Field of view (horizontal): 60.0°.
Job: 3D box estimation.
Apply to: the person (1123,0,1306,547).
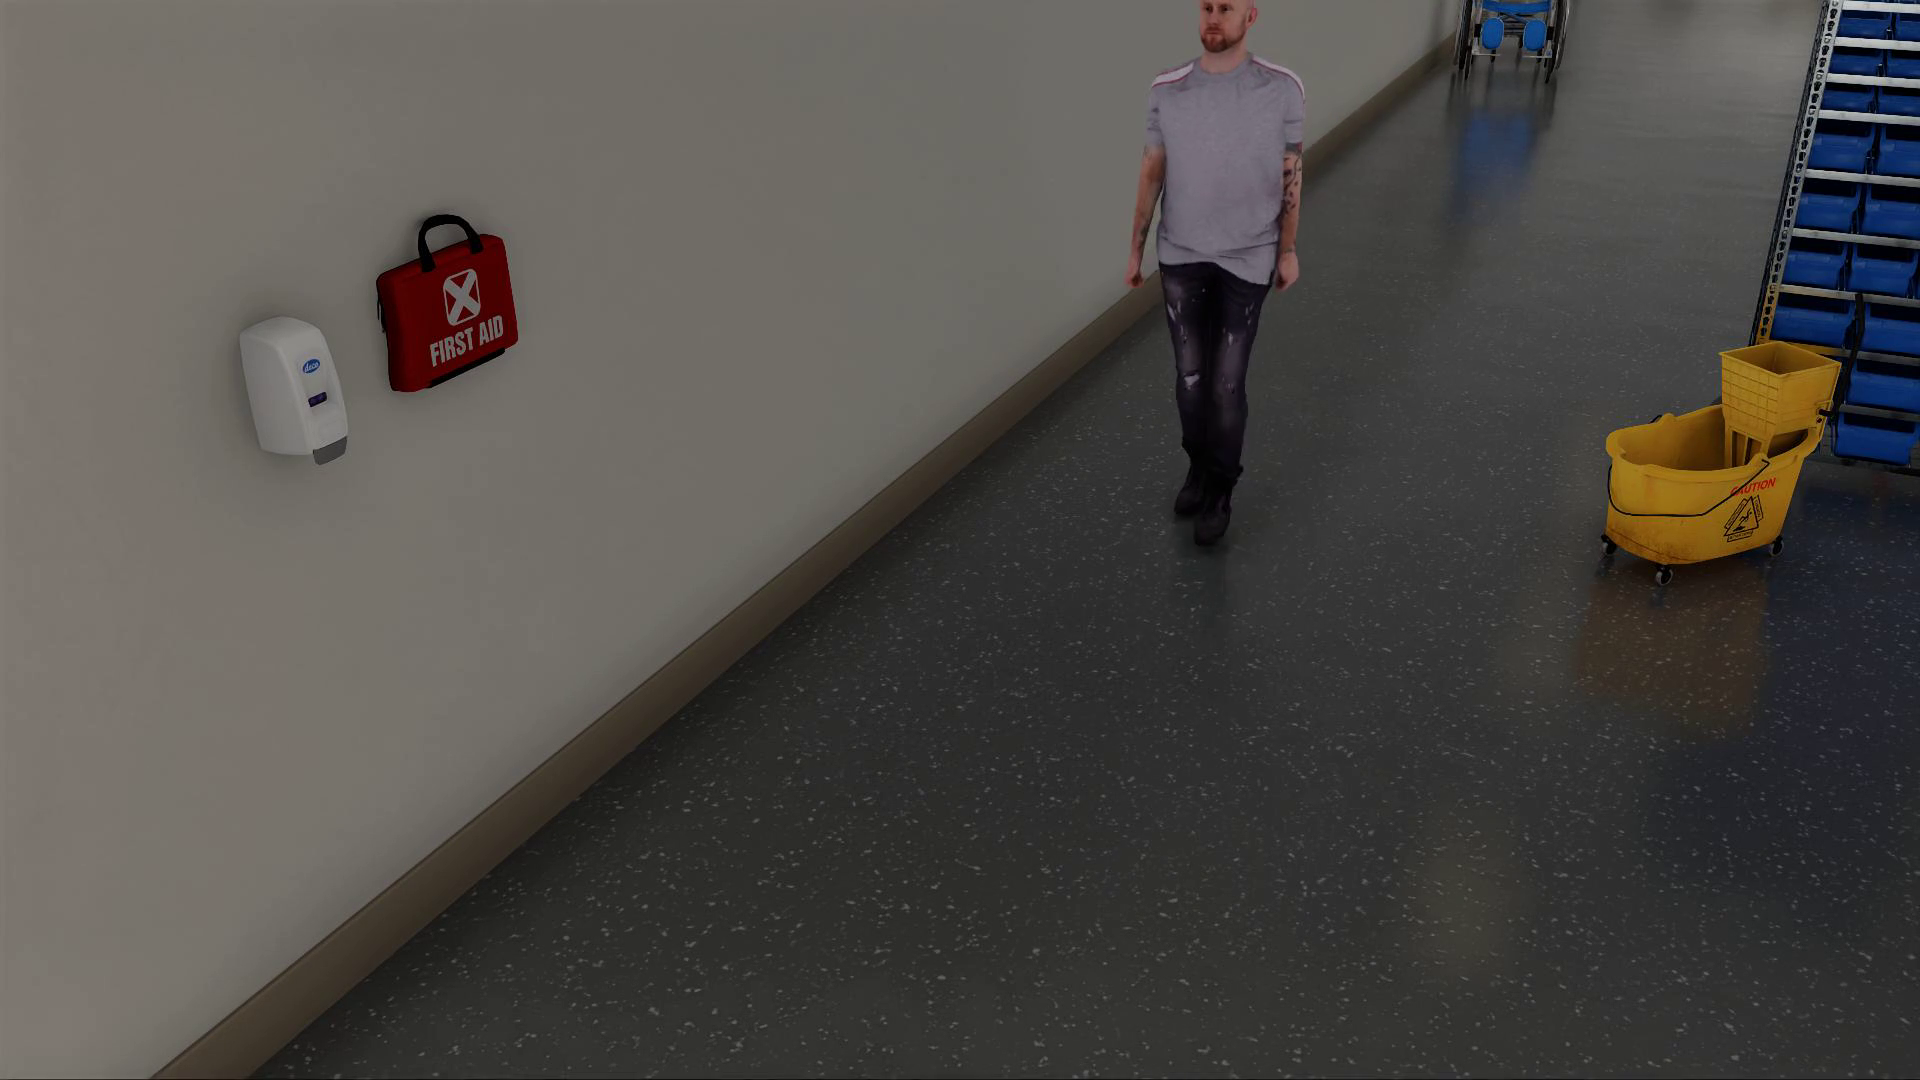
[{"bbox_3d":[0.891,-0.951,5.545,0.715,1.813,0.768,13,29,25],"label":"person"}]
